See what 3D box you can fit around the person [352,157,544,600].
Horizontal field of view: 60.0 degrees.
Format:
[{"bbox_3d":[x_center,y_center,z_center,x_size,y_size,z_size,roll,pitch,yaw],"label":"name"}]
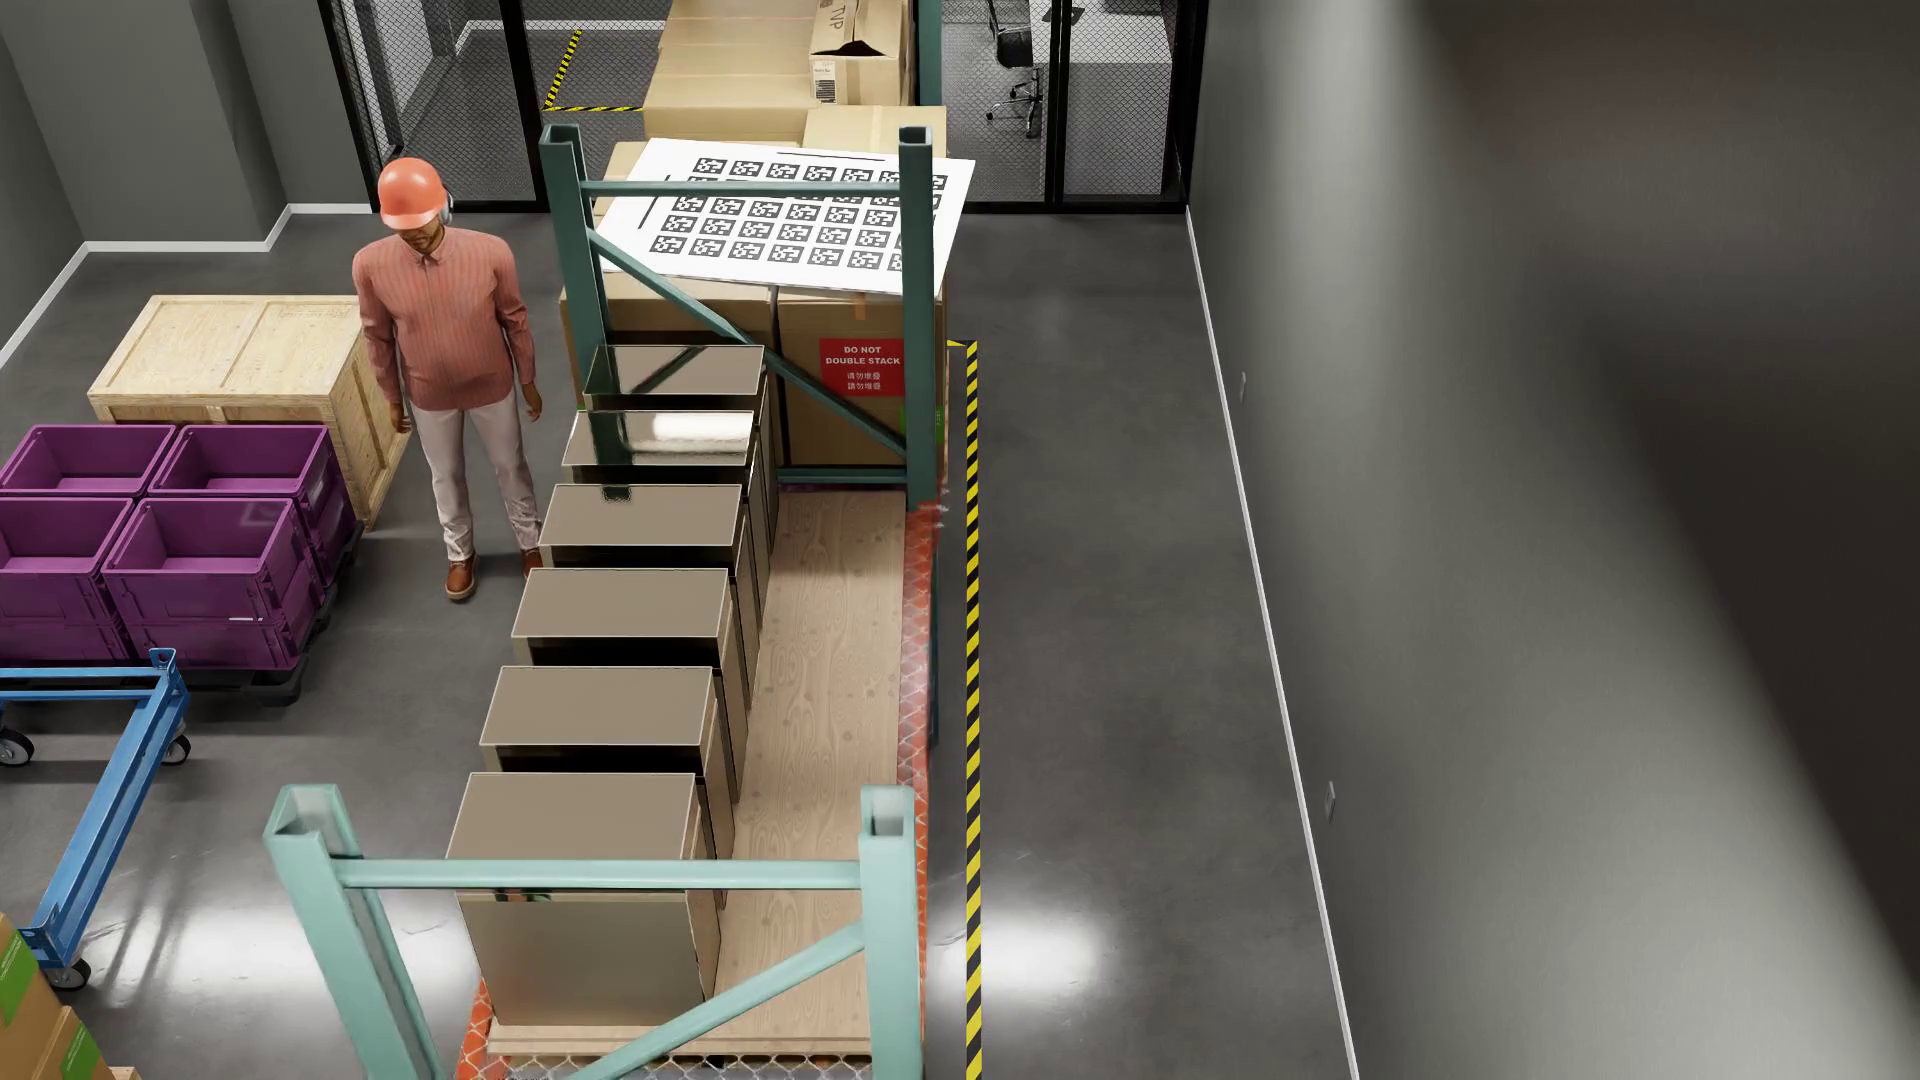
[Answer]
[{"bbox_3d":[-1.962,-0.602,6.532,0.616,1.993,0.395,-8,42,-9],"label":"person"}]
